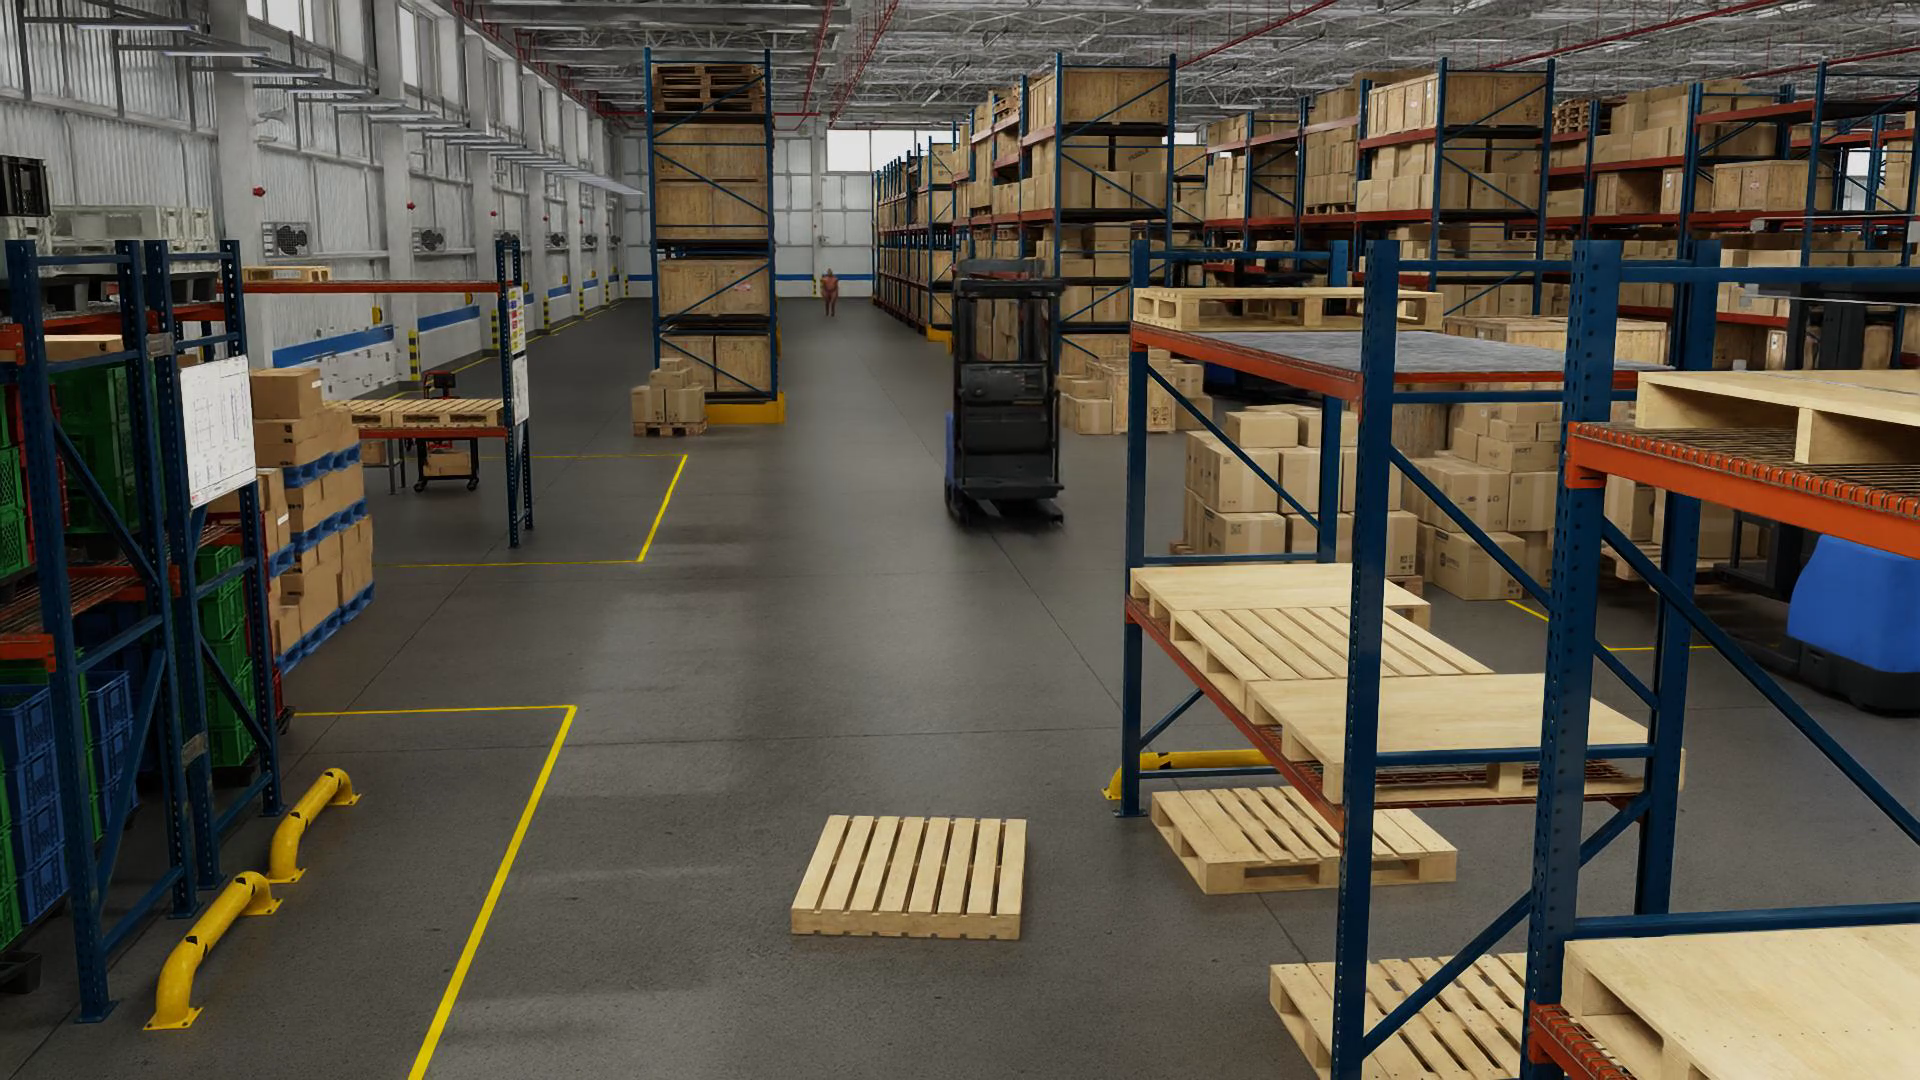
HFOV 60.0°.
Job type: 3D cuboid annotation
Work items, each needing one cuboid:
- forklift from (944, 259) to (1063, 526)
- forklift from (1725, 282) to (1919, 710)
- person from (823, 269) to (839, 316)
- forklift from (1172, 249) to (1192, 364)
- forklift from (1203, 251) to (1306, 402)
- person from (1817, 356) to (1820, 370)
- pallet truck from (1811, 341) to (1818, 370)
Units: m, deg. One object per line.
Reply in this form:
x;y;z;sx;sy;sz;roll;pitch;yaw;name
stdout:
0.434;-1.681;18.250;1.129;2.768;1.873;-1;10;-6;forklift
6.244;-0.417;11.245;1.129;2.768;1.873;-1;10;-6;forklift
-5.158;-9.890;66.490;0.657;1.889;0.634;-1;10;-7;person
4.811;-5.574;39.821;1.129;2.768;1.873;-1;10;-6;forklift
5.596;-4.106;31.684;1.129;2.768;1.873;-6;12;-28;forklift
12.695;-2.289;24.316;0.385;1.910;0.592;7;12;33;person
15.846;-3.142;28.793;1.885;1.965;0.823;2;10;12;pallet truck
